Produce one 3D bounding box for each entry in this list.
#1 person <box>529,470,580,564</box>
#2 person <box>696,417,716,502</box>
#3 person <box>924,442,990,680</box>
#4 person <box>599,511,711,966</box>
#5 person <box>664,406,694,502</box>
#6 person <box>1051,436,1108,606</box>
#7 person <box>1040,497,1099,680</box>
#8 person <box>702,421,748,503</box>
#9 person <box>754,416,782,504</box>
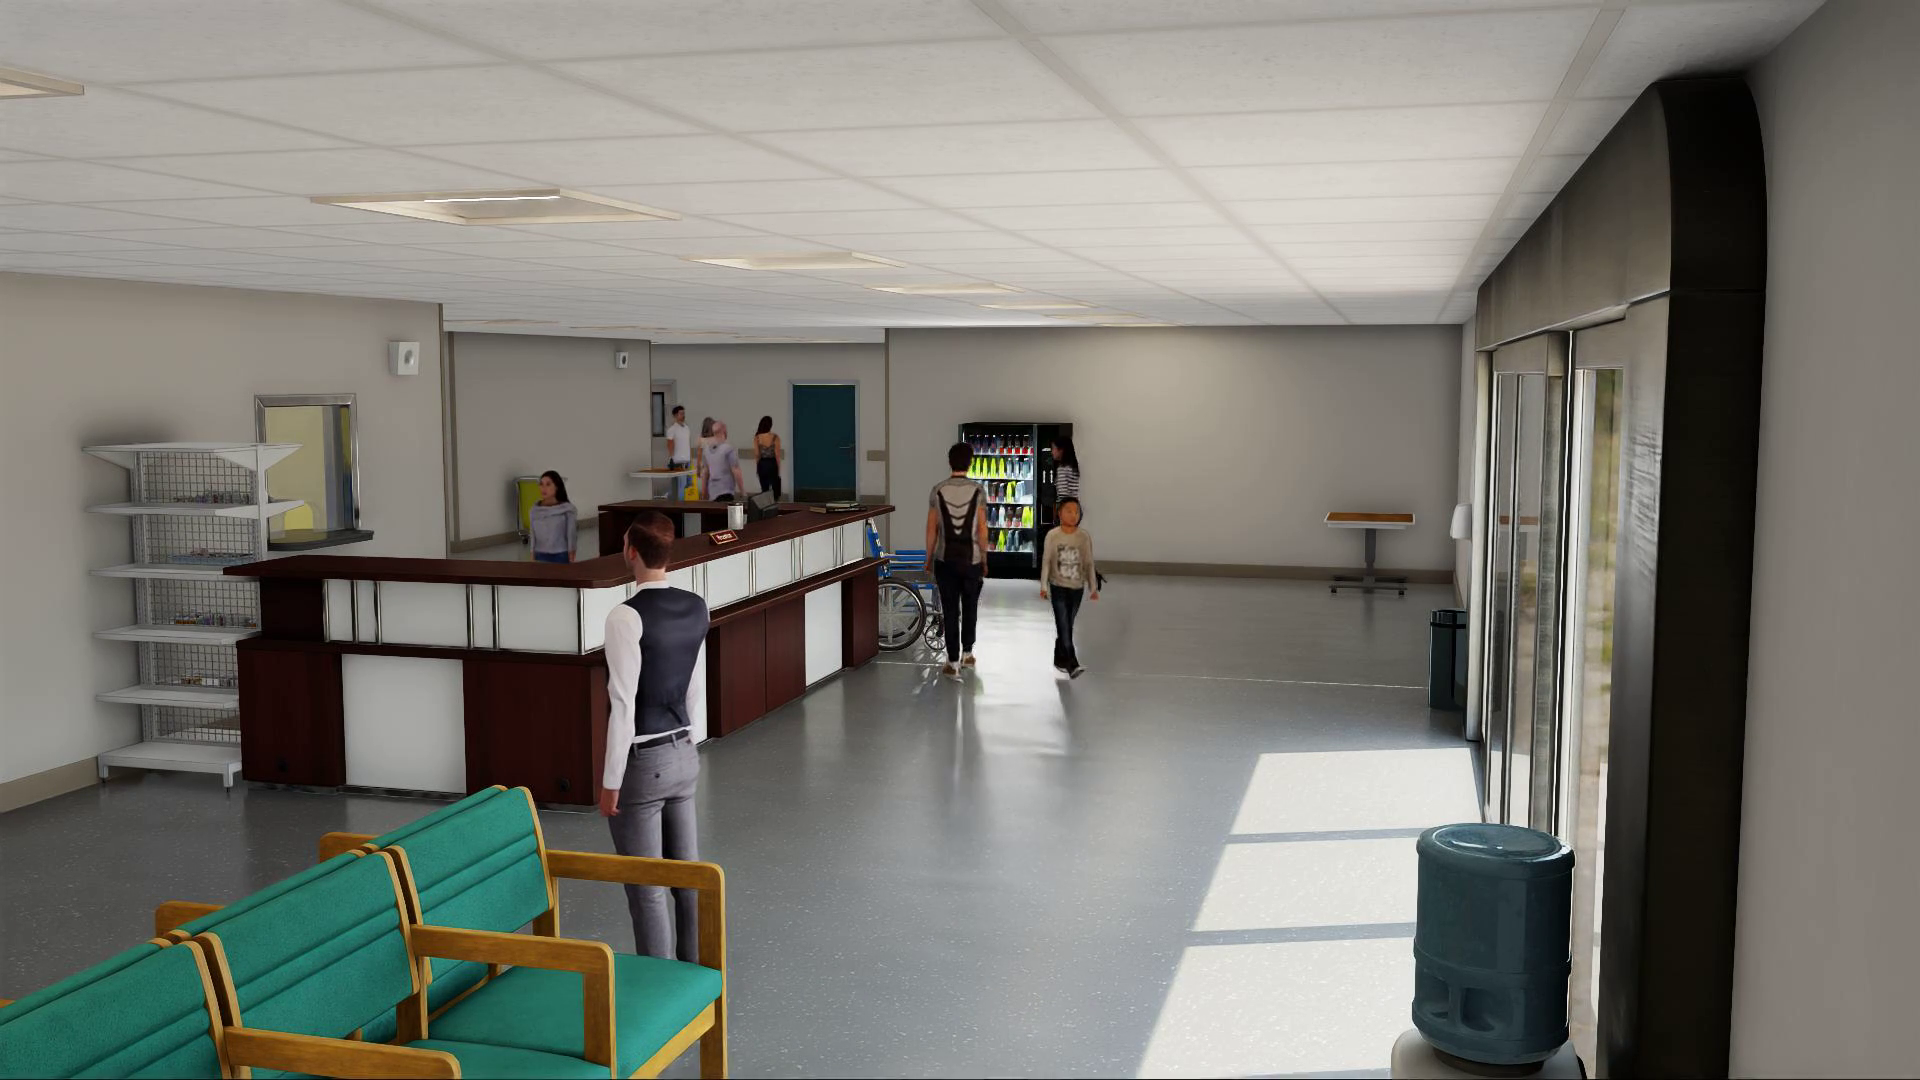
[{"bbox_3d":[-3.412,0.213,14.104,0.548,1.619,0.683,1,6,11],"label":"person"},{"bbox_3d":[-3.987,-1.087,26.540,0.948,1.717,0.751,1,6,7],"label":"person"},{"bbox_3d":[0.002,0.179,13.201,0.846,1.867,0.865,-1,6,-7],"label":"person"},{"bbox_3d":[-1.142,0.845,6.223,0.663,1.939,0.723,4,7,31],"label":"person"},{"bbox_3d":[-4.880,-1.376,28.769,1.052,1.845,0.808,3,7,28],"label":"person"},{"bbox_3d":[1.190,-0.167,17.050,0.894,1.770,0.698,3,7,29],"label":"person"},{"bbox_3d":[0.831,0.390,13.293,1.008,1.429,0.950,-2,6,-16],"label":"person"},{"bbox_3d":[-3.028,-0.544,20.788,1.239,1.787,1.030,4,7,36],"label":"person"},{"bbox_3d":[-3.051,-1.071,26.186,0.597,1.755,0.676,1,6,13],"label":"person"}]
